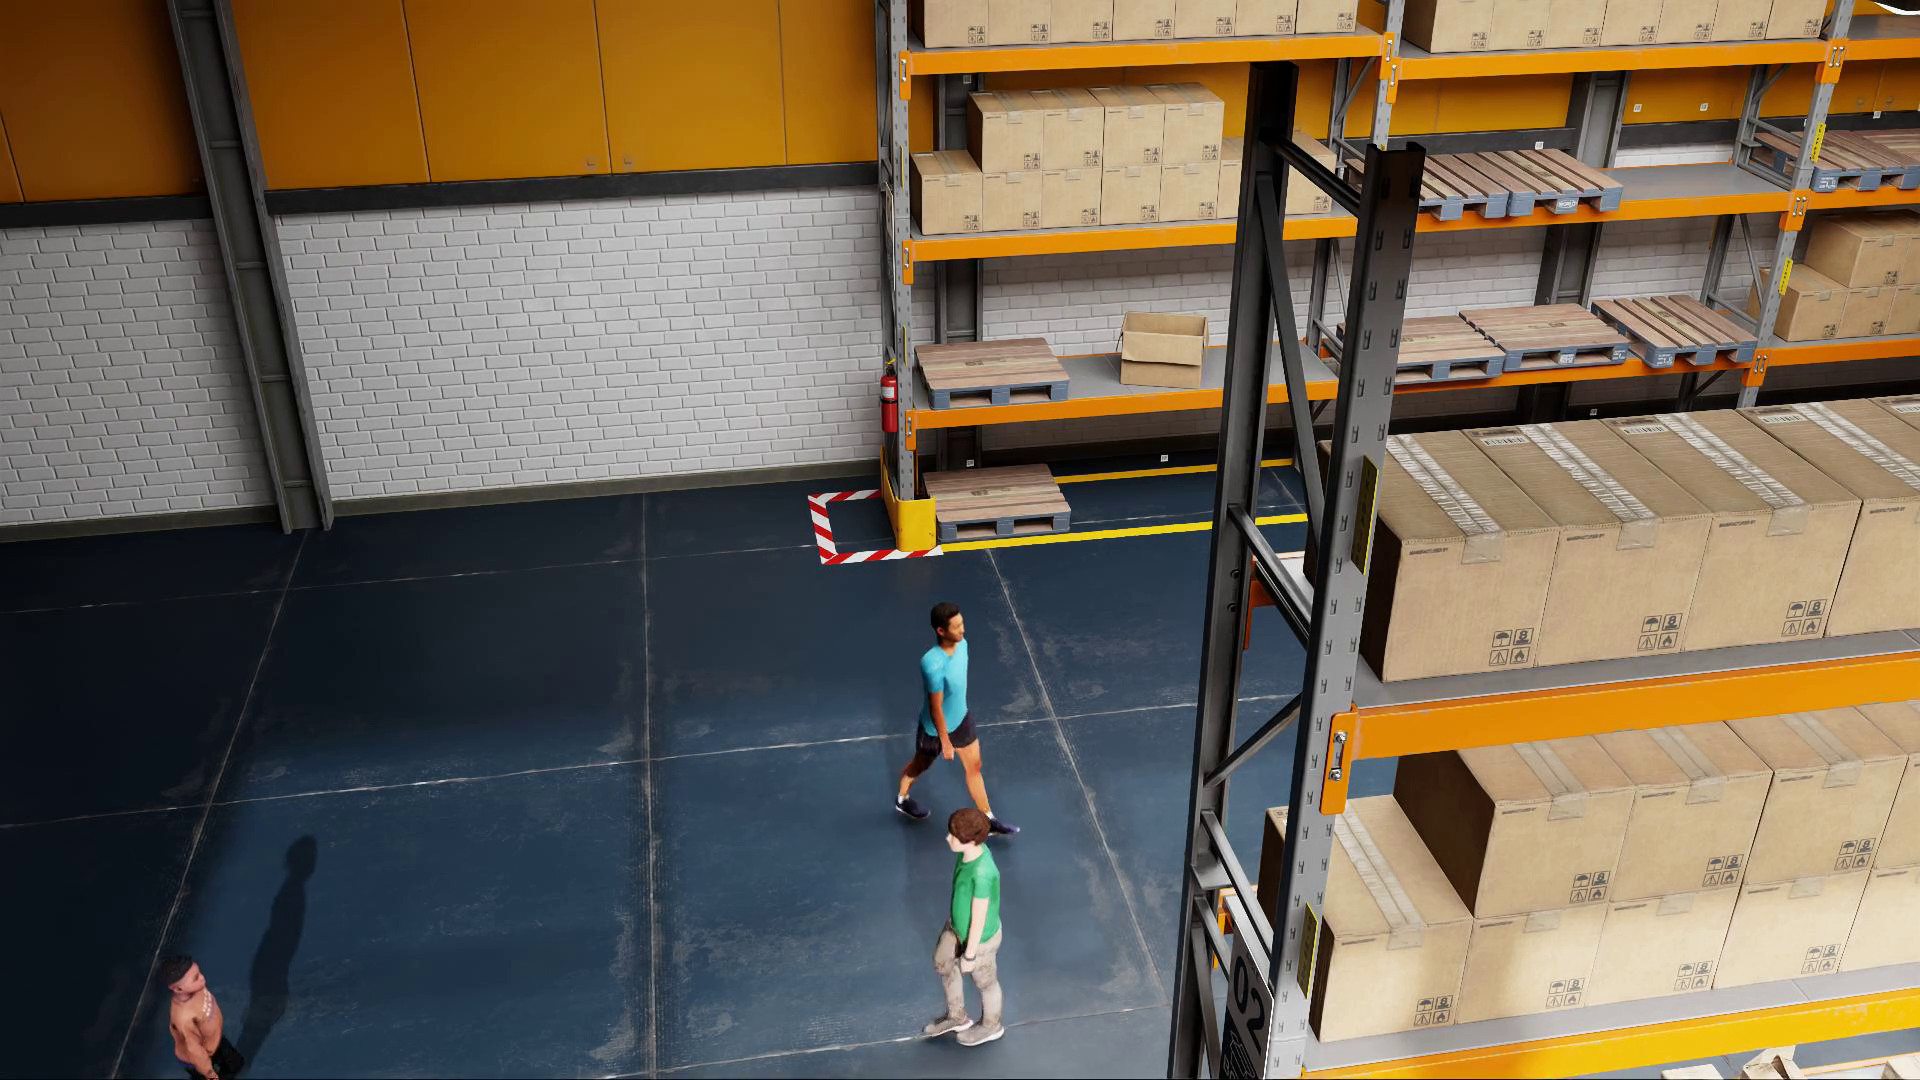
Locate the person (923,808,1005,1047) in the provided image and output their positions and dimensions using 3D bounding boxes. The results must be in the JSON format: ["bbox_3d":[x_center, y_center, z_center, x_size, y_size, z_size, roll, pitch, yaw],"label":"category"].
[{"bbox_3d":[0.159,2.140,9.225,0.714,1.644,0.649,-8,30,-15],"label":"person"}]

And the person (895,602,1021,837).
[{"bbox_3d":[-0.190,1.188,10.891,1.216,1.721,1.089,15,32,25],"label":"person"}]

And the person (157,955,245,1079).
[{"bbox_3d":[-4.032,2.662,8.686,0.490,1.245,0.534,-6,29,-11],"label":"person"}]
